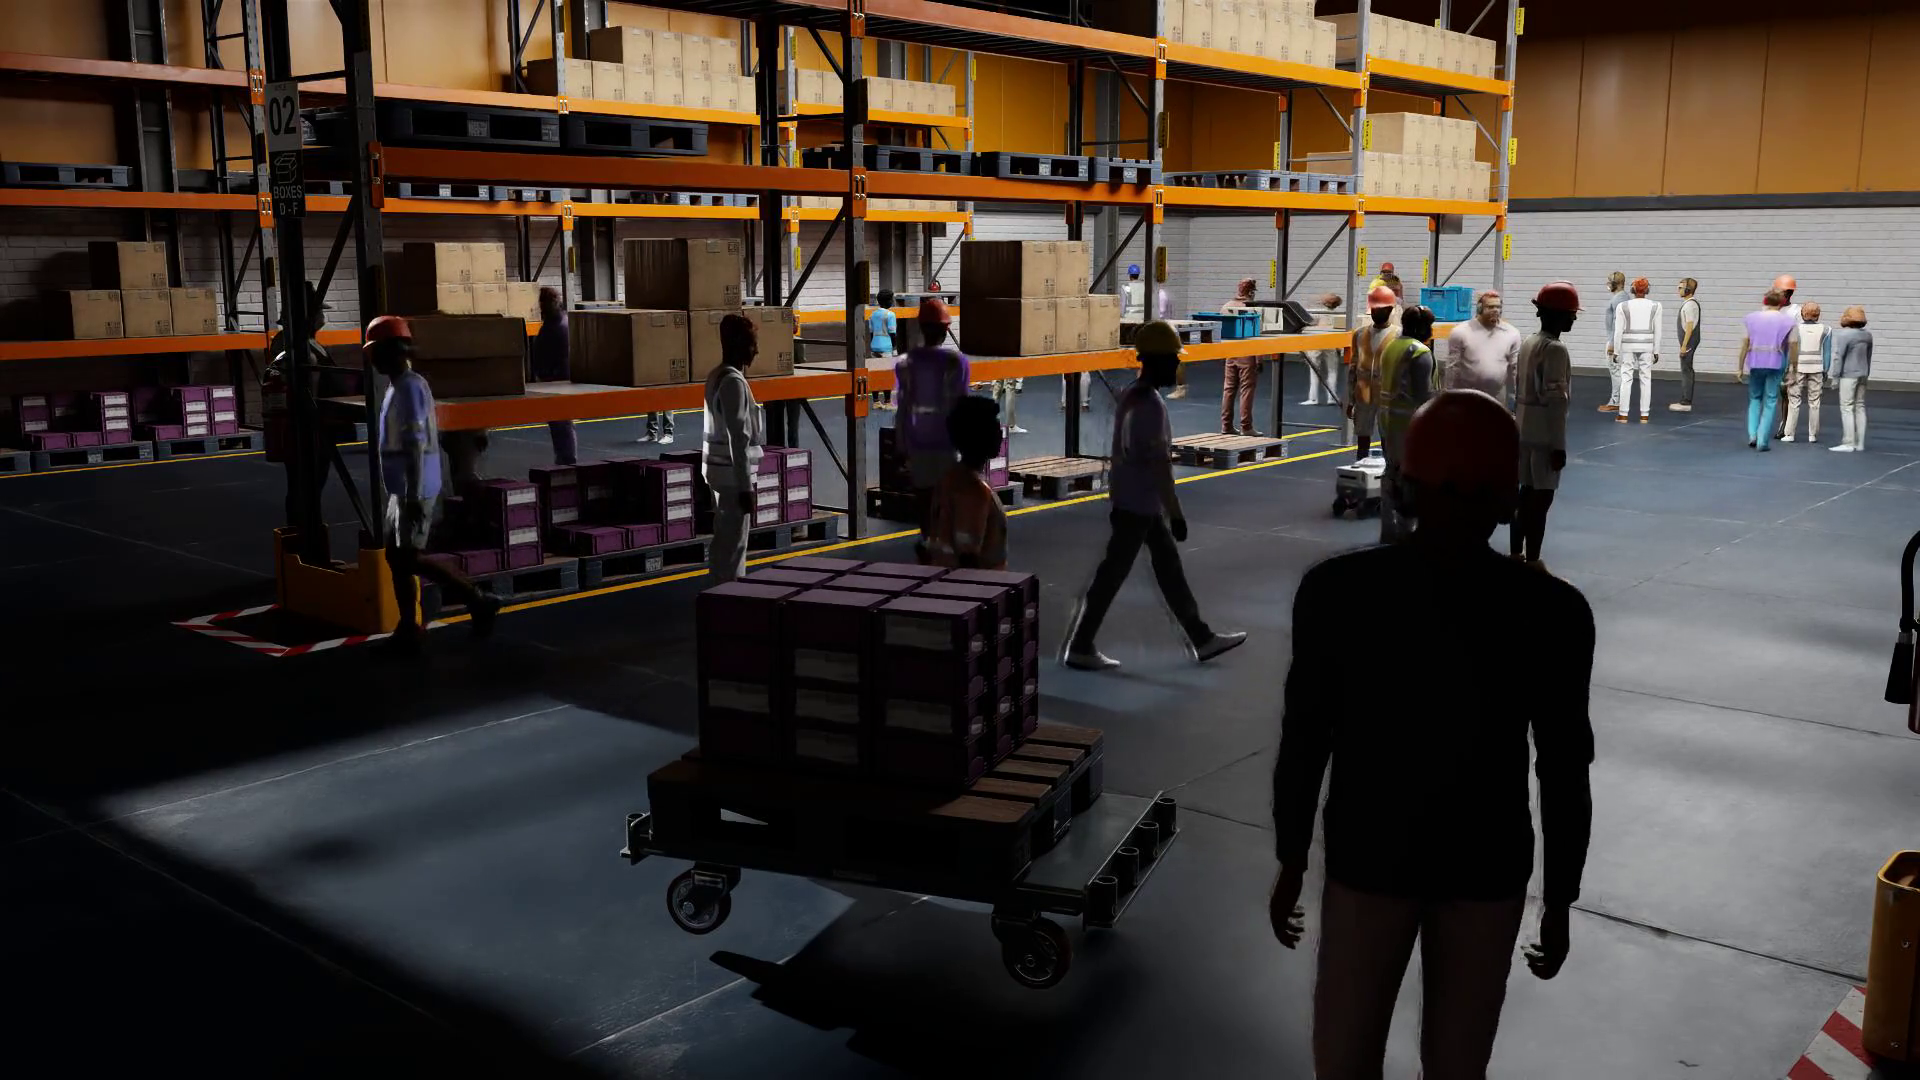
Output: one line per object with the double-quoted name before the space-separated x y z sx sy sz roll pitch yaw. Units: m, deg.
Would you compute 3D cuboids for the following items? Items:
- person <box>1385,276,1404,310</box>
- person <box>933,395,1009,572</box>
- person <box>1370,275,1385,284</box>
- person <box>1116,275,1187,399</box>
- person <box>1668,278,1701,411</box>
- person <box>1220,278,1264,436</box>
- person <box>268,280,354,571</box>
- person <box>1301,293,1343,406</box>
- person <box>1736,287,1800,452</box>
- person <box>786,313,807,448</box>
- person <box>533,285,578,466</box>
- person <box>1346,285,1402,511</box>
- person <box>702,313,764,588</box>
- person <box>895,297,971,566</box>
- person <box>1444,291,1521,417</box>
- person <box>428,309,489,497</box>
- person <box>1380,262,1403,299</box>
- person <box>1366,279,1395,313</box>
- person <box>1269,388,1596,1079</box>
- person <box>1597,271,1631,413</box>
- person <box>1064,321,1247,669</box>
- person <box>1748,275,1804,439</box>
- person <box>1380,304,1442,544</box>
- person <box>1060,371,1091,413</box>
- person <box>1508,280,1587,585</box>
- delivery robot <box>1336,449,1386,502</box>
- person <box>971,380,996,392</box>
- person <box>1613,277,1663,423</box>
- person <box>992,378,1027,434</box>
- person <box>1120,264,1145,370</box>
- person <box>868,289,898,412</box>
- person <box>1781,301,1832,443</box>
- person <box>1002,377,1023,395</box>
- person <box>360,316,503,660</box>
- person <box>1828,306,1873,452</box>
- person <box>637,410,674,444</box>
"person" 6.284 -2.977 24.670 0.630 1.845 0.450 -2 10 -11
"person" -0.027 0.227 6.893 0.846 1.665 0.536 -2 10 -10
"person" 7.528 -3.891 30.043 0.325 1.767 0.532 10 14 44
"person" 2.913 -3.069 24.774 1.088 1.976 0.615 -2 10 -12
"person" 10.073 -2.706 23.071 0.349 1.846 0.506 5 11 28
"person" 3.417 -2.194 20.010 0.403 1.900 0.646 -9 13 -41
"person" -4.408 -0.747 11.359 0.536 2.000 0.675 -2 10 -13
"person" 5.201 -2.724 23.844 0.607 1.613 0.325 1 10 8
"person" 9.009 -1.899 18.518 0.608 1.823 0.564 8 13 39
"person" -1.782 -1.539 17.030 0.501 1.632 0.280 5 11 29
"person" -3.896 -1.495 16.020 0.406 1.906 0.646 -6 12 -31
"person" 3.586 -1.215 14.313 0.544 1.939 0.353 7 12 33
"person" -1.289 -0.343 9.503 0.359 1.886 0.573 -3 10 -18
"person" -0.200 -0.672 11.266 0.559 1.922 0.641 3 11 19
"person" 4.717 -1.279 14.886 0.670 1.860 0.936 0 10 -1
"person" -3.749 -0.841 12.595 0.546 1.798 0.629 -8 12 -37
"person" 7.867 -4.129 30.749 0.623 1.992 0.396 3 10 14
"person" 5.789 -2.701 23.103 0.403 1.824 0.586 -4 11 -20
"person" 0.968 0.669 3.455 0.638 1.982 0.515 2 10 12
"person" 9.026 -2.719 22.895 0.370 1.934 0.627 5 11 27
"person" 1.033 -0.227 8.889 1.028 1.868 0.612 0 10 0
"person" 9.697 -2.163 19.703 0.355 1.942 0.542 -8 13 -40
"person" 3.379 -0.844 12.510 0.429 1.837 0.629 -2 10 -11
"person" 1.587 -2.710 22.823 0.635 1.938 0.359 -1 10 -5
"person" 3.893 -0.690 11.030 0.393 2.041 0.614 0 10 -2
"delivery robot" 3.518 -0.532 14.096 0.707 0.478 0.477 -7 12 -36
"person" 0.434 -3.288 26.132 0.629 1.934 0.376 5 11 25
"person" 8.740 -2.445 21.482 0.573 1.883 0.356 2 10 13
"person" 0.573 -2.226 20.254 0.530 1.875 0.323 10 14 44
"person" 3.238 -4.127 30.861 0.613 1.950 0.376 -3 11 -19
"person" -1.051 -2.624 23.041 0.321 1.692 0.530 -8 13 -40
"person" 9.805 -1.938 19.282 0.520 1.640 0.307 2 10 13
"person" 0.761 -3.129 25.553 0.590 1.826 0.404 8 13 39
"person" -2.977 -0.292 9.216 0.656 1.888 0.601 -5 11 -27
"person" 9.928 -1.786 18.498 0.511 1.615 0.352 -4 11 -22
"person" -3.529 -1.976 19.227 0.483 1.735 0.311 6 12 33
